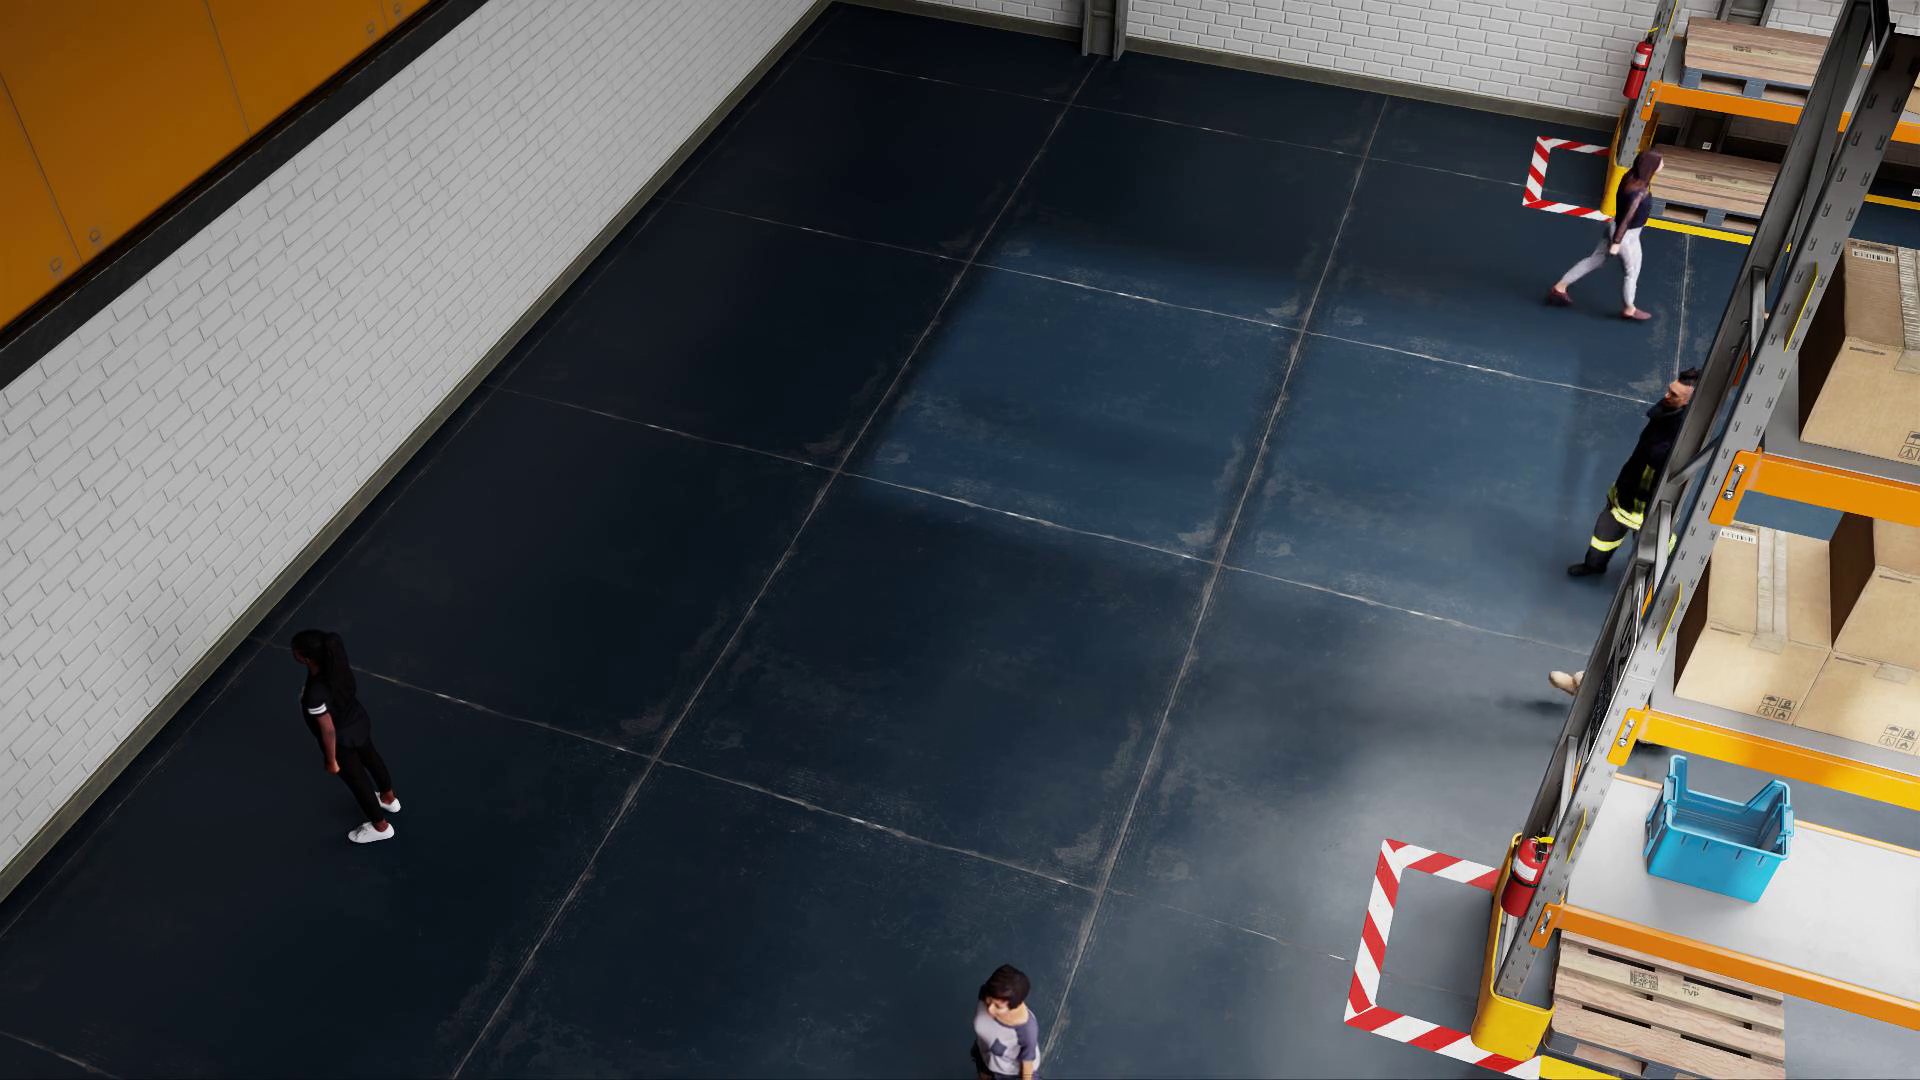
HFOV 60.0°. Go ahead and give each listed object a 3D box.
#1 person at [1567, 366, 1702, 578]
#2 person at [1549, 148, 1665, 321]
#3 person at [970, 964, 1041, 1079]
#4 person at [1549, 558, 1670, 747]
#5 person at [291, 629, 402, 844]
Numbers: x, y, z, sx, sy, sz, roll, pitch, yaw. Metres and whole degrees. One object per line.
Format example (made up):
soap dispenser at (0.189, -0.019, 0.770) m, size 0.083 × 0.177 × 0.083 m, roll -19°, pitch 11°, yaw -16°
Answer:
person at (4.778, -0.385, 11.287) m, size 1.184 × 1.834 × 1.037 m, roll -6°, pitch 44°, yaw -6°
person at (5.385, -2.512, 13.709) m, size 1.112 × 1.573 × 0.709 m, roll 7°, pitch 44°, yaw 8°
person at (0.239, 2.593, 8.358) m, size 0.710 × 1.563 × 0.618 m, roll -27°, pitch 50°, yaw -26°
person at (4.259, 0.631, 10.370) m, size 0.739 × 1.627 × 1.128 m, roll 14°, pitch 45°, yaw 14°
person at (-3.616, 1.133, 9.770) m, size 0.681 × 1.729 × 0.681 m, roll 1°, pitch 44°, yaw 1°
